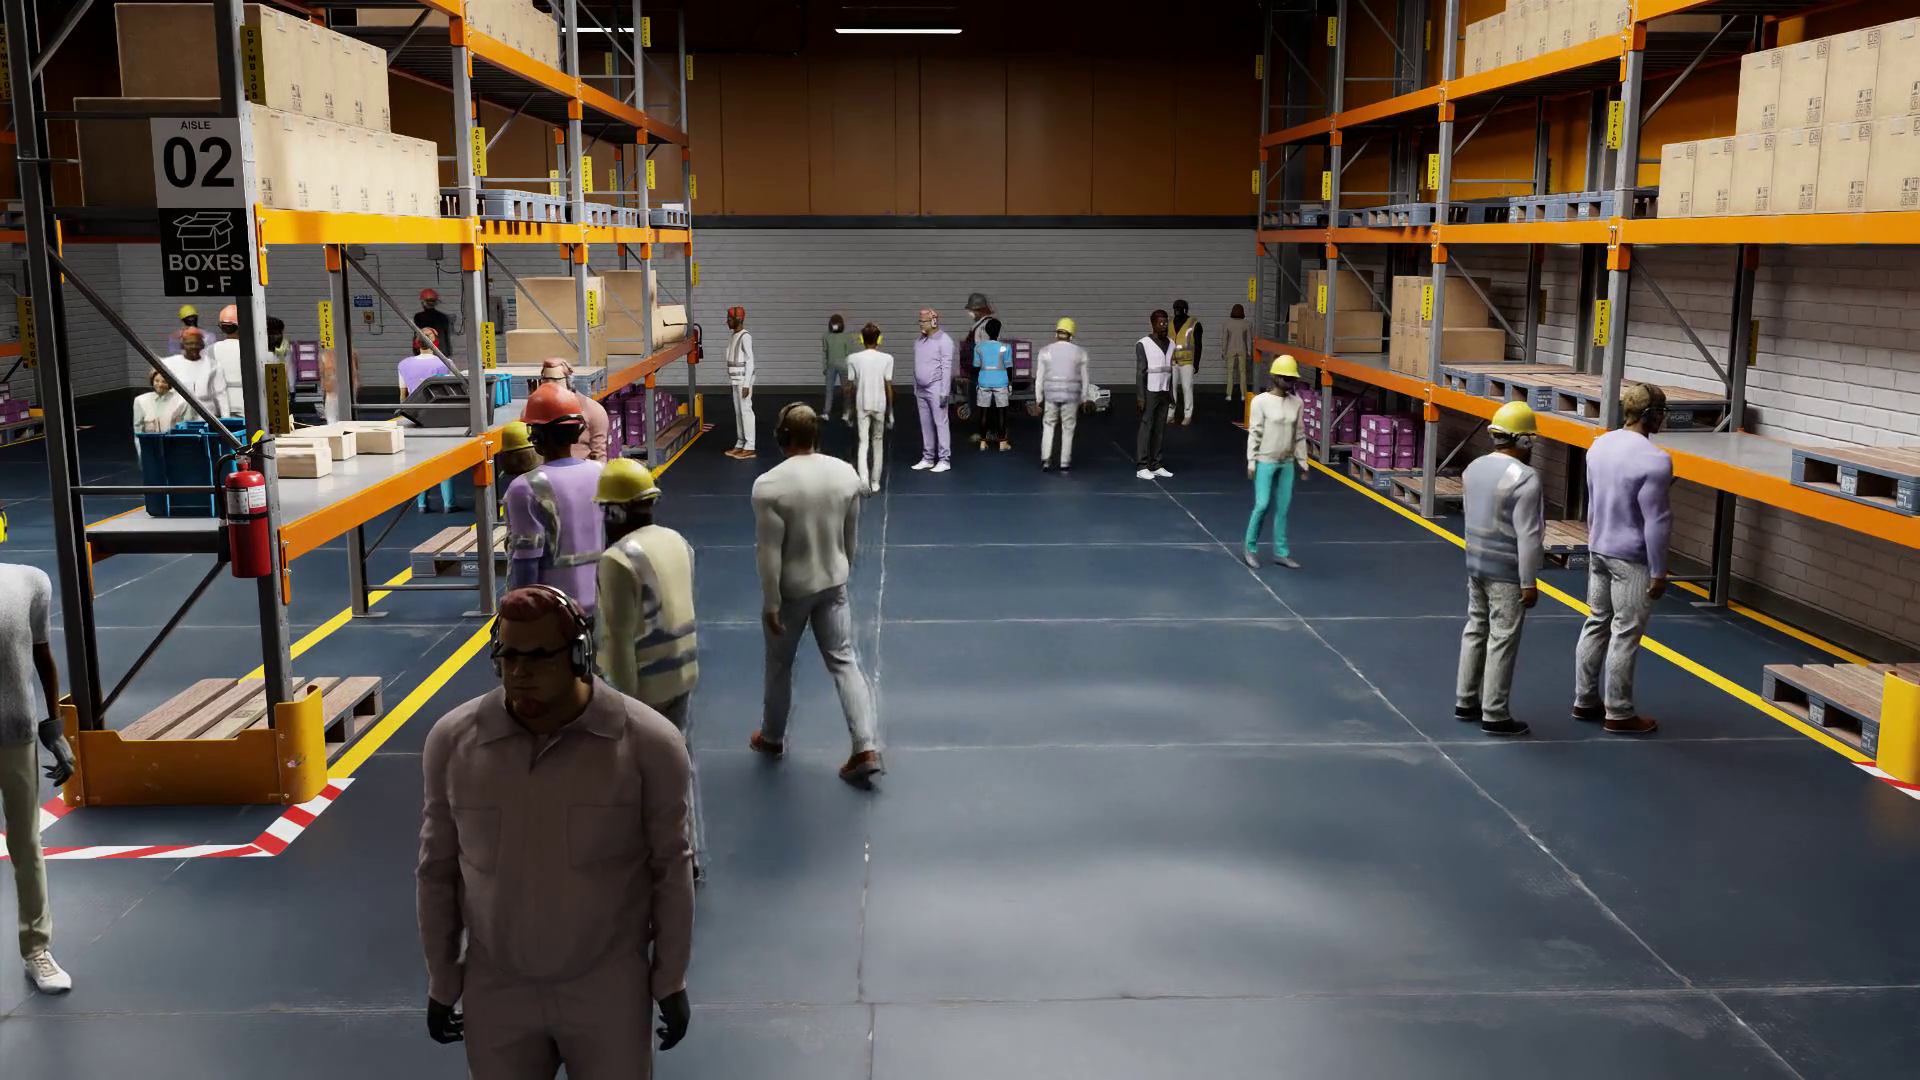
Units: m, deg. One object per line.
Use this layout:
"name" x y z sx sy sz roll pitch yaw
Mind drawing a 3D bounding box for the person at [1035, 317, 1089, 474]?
"person" 1.179 -1.657 19.211 0.604 1.816 0.430 2 10 13

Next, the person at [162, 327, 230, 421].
"person" -7.482 -1.156 16.313 0.617 1.847 0.835 -7 12 -34

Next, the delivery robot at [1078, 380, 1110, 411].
"delivery robot" 1.975 -2.227 25.630 0.477 0.478 0.707 -8 13 -40

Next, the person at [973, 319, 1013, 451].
"person" 0.432 -1.986 21.362 0.536 1.700 0.317 3 11 17

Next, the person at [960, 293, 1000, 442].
"person" 0.287 -2.295 22.132 0.599 2.000 0.705 -2 10 -8

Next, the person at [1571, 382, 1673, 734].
"person" 3.637 0.105 9.087 0.369 1.934 0.630 -3 10 -14

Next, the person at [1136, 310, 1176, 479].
"person" 2.214 -1.657 18.923 0.597 1.916 0.370 -9 14 -42

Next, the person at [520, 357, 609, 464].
"person" -2.744 -0.312 11.504 0.635 1.899 0.397 1 10 6

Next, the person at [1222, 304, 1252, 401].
"person" 4.678 -3.166 28.120 0.507 1.631 0.265 1 10 6

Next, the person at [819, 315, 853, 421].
"person" -1.845 -2.569 24.902 0.519 1.585 0.842 3 11 15

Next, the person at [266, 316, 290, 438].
"person" -7.209 -1.352 17.218 0.773 1.929 0.610 0 10 -1

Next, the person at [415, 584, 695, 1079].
"person" -0.958 1.038 3.938 0.651 1.906 0.403 0 10 -1

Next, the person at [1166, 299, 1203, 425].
"person" 3.230 -2.610 24.441 0.634 1.841 0.429 6 12 31

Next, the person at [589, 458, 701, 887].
"person" -1.296 0.568 6.817 0.441 1.810 0.635 4 11 20

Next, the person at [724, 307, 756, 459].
"person" -2.726 -1.952 20.666 0.358 1.881 0.574 -5 11 -25

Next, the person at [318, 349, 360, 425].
"person" -7.724 -1.832 20.787 0.525 1.599 0.839 0 10 0

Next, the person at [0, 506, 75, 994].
"person" -3.399 0.718 5.825 0.518 1.870 0.323 -8 13 -39

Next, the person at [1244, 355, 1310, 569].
"person" 2.611 -0.637 13.672 0.548 1.766 0.339 -5 11 -25

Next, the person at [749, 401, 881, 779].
"person" -0.742 0.253 8.368 0.625 1.902 1.013 -6 12 -32

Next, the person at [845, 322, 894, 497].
"person" -0.958 -1.382 17.621 0.524 1.845 0.875 0 10 -2

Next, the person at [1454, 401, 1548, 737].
"person" 2.971 0.156 9.104 0.404 1.827 0.599 -3 11 -17

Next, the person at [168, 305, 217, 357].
"person" -9.731 -2.042 21.202 0.617 1.870 0.990 -3 11 -18

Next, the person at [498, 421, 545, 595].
"person" -2.296 0.230 8.916 0.306 1.736 0.484 3 11 18

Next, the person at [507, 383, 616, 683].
"person" -1.829 0.304 7.646 0.375 2.044 0.604 7 12 35

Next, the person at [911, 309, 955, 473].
"person" -0.346 -1.746 19.471 0.401 1.903 0.644 -9 13 -40

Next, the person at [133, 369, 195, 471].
"person" -6.977 -0.735 14.673 0.528 1.602 0.586 0 10 -1

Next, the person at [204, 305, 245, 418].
"person" -7.265 -1.339 16.791 0.605 2.048 0.369 1 10 8

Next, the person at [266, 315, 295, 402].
"person" -8.421 -1.838 20.230 0.634 1.821 0.774 -3 11 -19

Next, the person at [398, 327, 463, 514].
"person" -5.227 -1.168 16.393 0.564 1.846 0.393 0 10 -1

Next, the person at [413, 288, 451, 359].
"person" -7.987 -2.813 25.182 0.485 1.978 0.647 7 12 35
